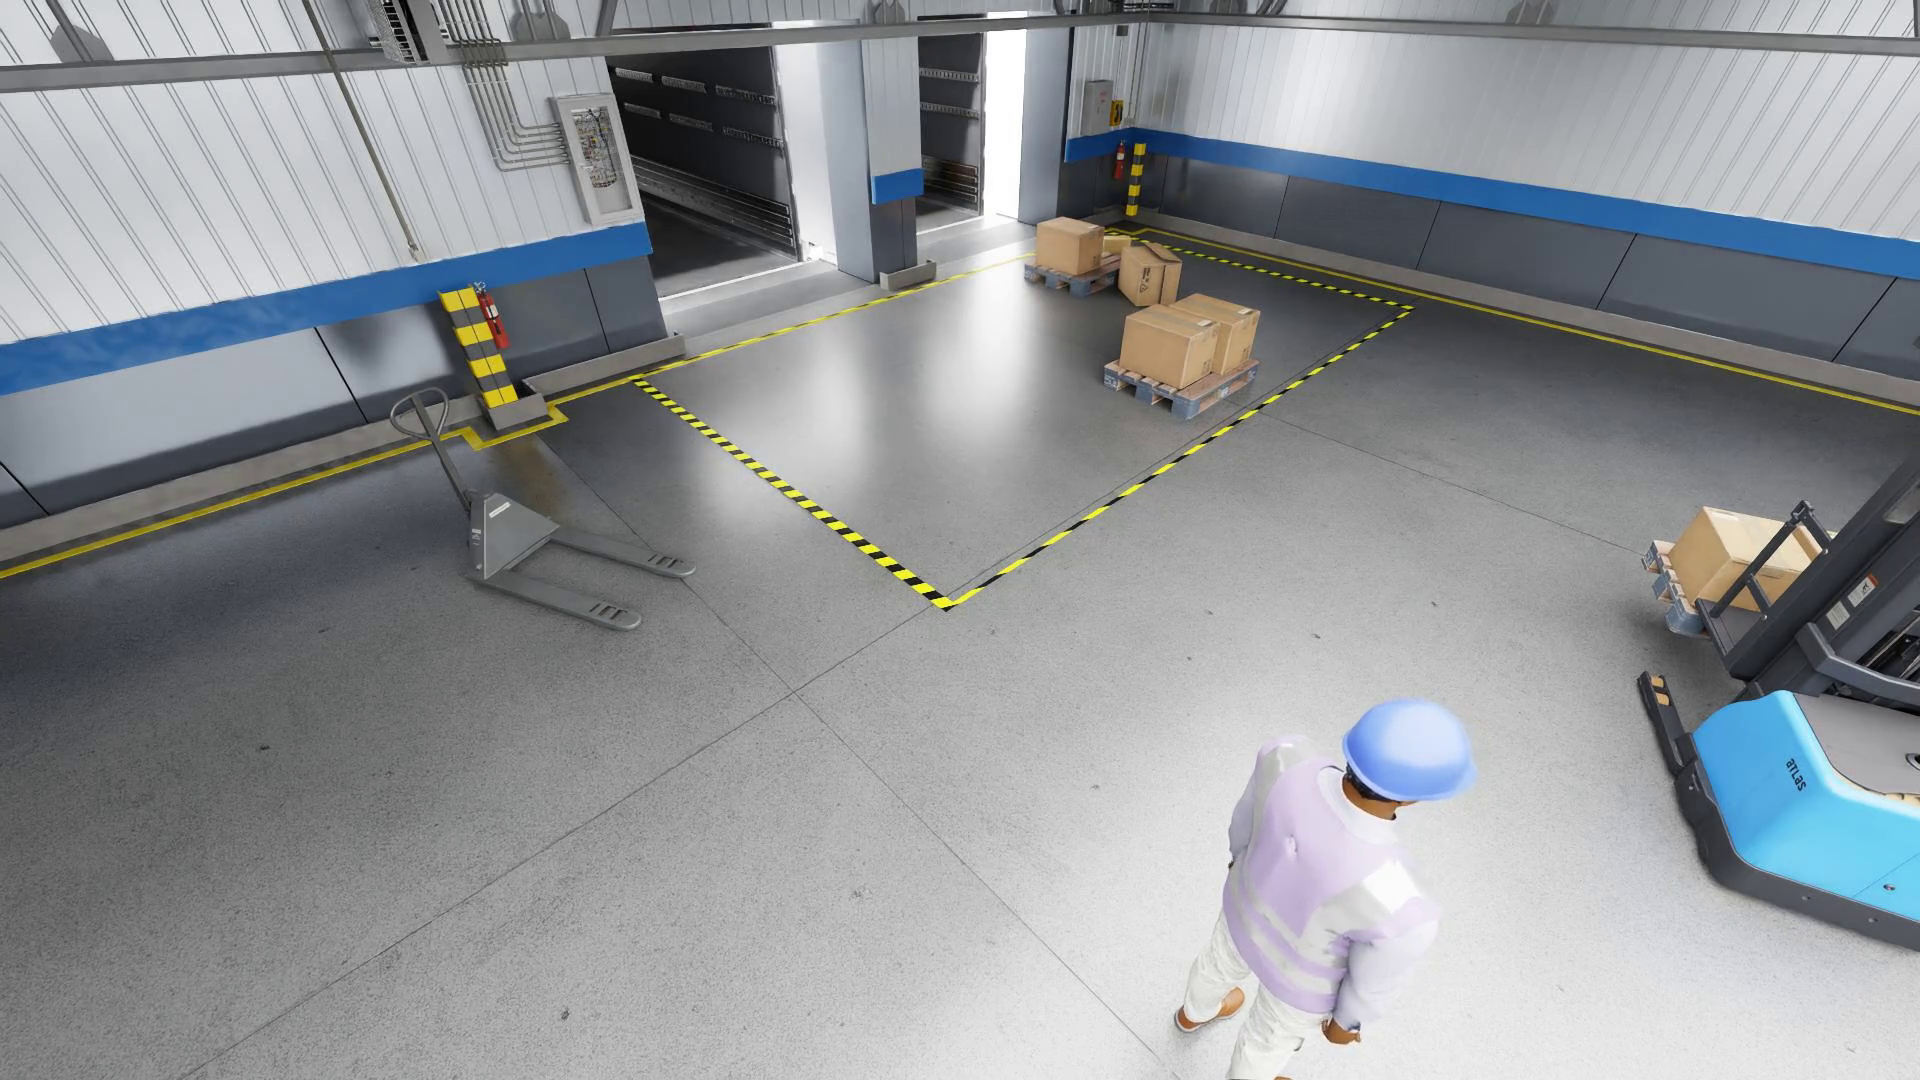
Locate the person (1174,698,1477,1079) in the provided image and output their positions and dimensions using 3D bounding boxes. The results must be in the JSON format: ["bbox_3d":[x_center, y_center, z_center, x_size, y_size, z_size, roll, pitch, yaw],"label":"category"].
[{"bbox_3d":[1.000,1.158,2.194,0.400,1.948,0.604,-9,39,-11],"label":"person"}]

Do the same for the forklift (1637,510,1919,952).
[{"bbox_3d":[3.839,0.603,2.839,0.716,2.013,0.776,16,41,20],"label":"forklift"}]

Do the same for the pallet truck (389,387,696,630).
[{"bbox_3d":[-2.613,-0.247,4.593,1.601,1.201,0.680,14,40,17],"label":"pallet truck"}]
